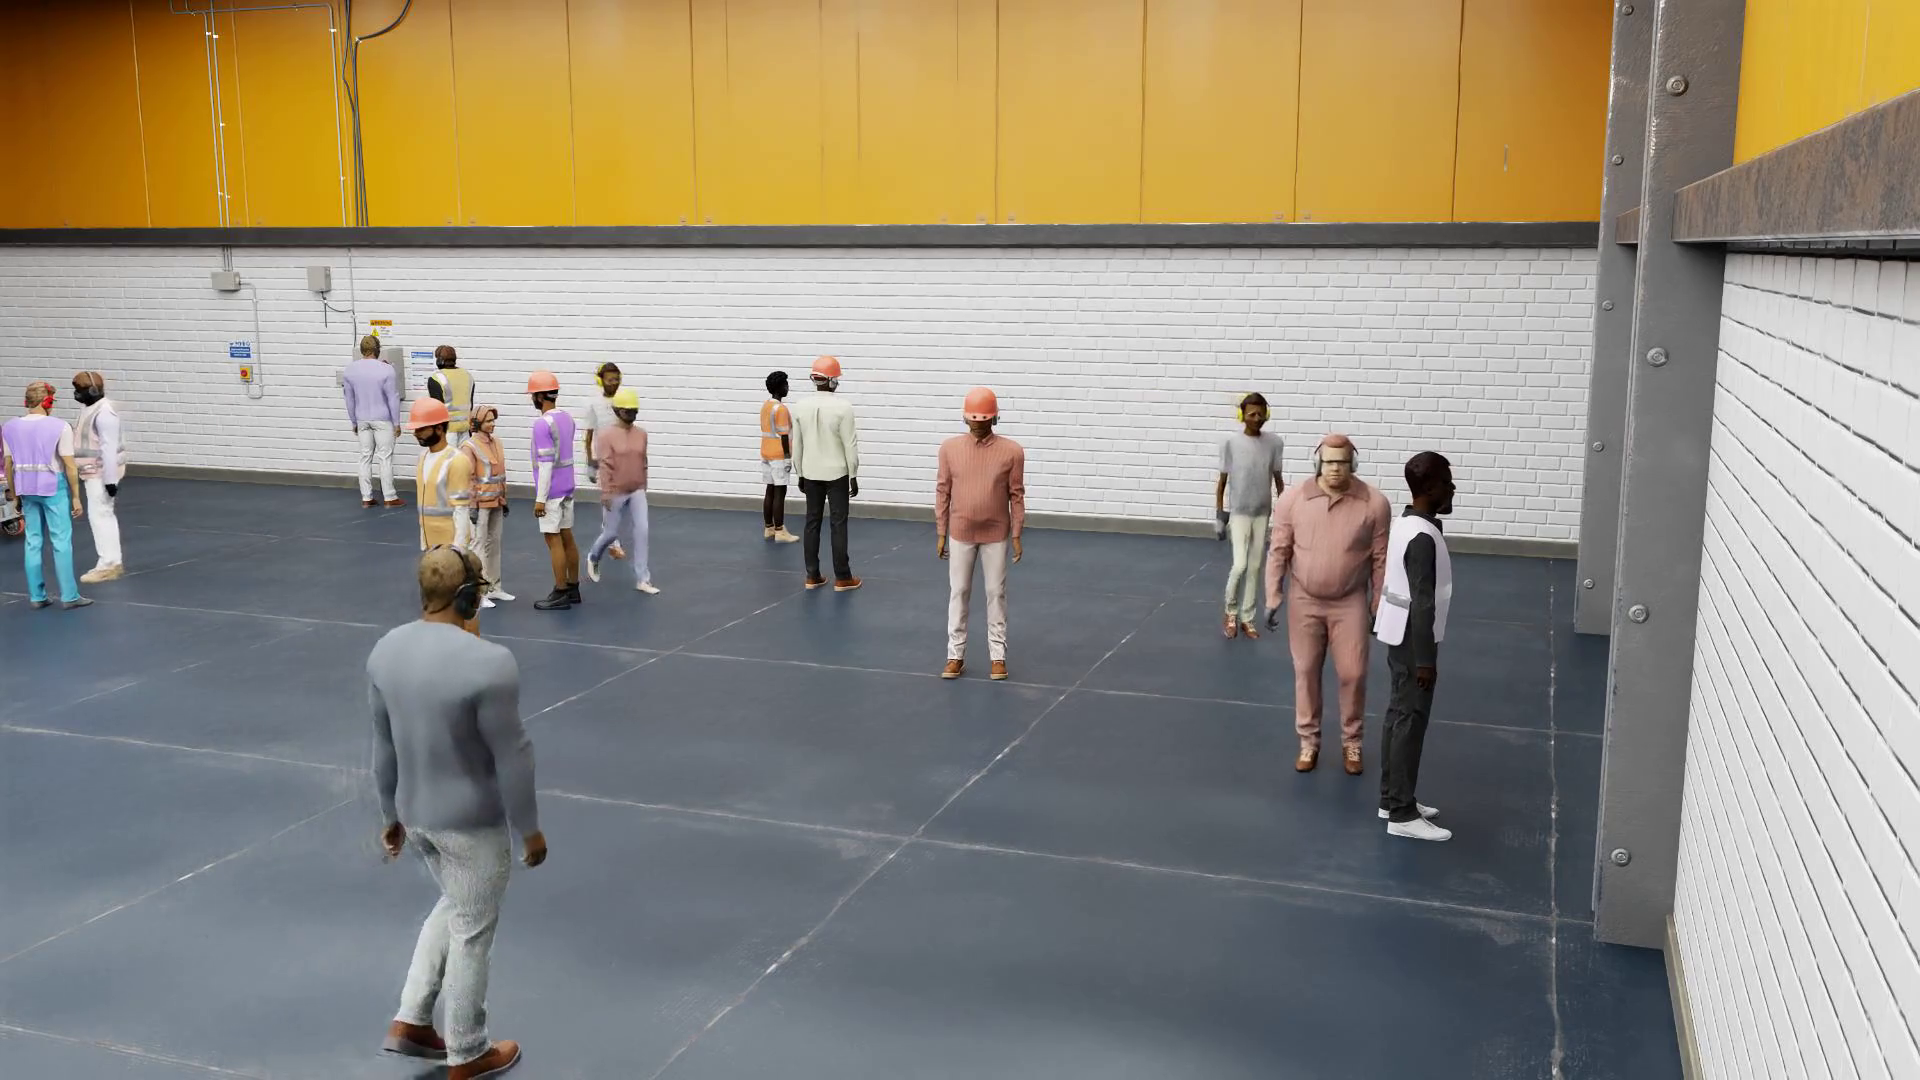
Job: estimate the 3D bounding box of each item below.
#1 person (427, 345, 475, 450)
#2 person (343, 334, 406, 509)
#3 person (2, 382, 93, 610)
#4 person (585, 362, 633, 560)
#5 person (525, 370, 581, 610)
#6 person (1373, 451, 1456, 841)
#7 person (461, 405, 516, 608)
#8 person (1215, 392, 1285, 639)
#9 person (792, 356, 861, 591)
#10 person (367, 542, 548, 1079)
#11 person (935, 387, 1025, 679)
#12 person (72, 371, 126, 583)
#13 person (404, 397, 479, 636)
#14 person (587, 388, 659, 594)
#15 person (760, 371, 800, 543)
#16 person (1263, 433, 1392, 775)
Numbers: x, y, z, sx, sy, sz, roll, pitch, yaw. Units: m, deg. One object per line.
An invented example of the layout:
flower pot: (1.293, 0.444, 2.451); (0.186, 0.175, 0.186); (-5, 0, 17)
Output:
person: (-5.570, -1.205, 18.169); (0.430, 1.843, 0.625); (5, 11, 26)
person: (-6.497, -1.307, 18.468); (0.632, 1.940, 0.372); (2, 10, 10)
person: (-7.334, -0.343, 13.323); (0.565, 1.836, 0.401); (1, 10, 4)
person: (-3.269, -0.751, 15.561); (0.558, 1.854, 0.481); (-8, 13, -38)
person: (-3.296, -0.401, 13.377); (0.376, 1.933, 0.551); (2, 10, 11)
person: (2.261, 0.513, 8.267); (0.391, 1.922, 0.591); (1, 10, 7)
person: (-3.849, -0.278, 13.514); (0.305, 1.640, 0.522); (3, 10, 16)
person: (2.176, -0.173, 12.346); (0.511, 1.855, 0.415); (-2, 10, -11)
person: (-1.125, -0.562, 14.111); (0.609, 1.995, 0.378); (5, 11, 24)
person: (-1.730, 0.959, 5.769); (0.628, 1.925, 0.431); (7, 12, 34)
person: (0.129, -0.043, 11.216); (0.608, 1.986, 0.389); (1, 10, 5)
person: (-7.556, -0.565, 14.571); (0.457, 1.834, 0.643); (-7, 13, -36)
person: (-3.453, 0.015, 11.057); (0.542, 1.929, 0.382); (9, 13, 41)
person: (-2.880, -0.426, 14.071); (0.528, 1.740, 0.729); (-10, 14, -44)
person: (-1.791, -0.819, 16.403); (0.316, 1.696, 0.540); (-5, 11, -28)
person: (2.037, 0.352, 9.241); (0.668, 1.898, 0.451); (3, 11, 18)
